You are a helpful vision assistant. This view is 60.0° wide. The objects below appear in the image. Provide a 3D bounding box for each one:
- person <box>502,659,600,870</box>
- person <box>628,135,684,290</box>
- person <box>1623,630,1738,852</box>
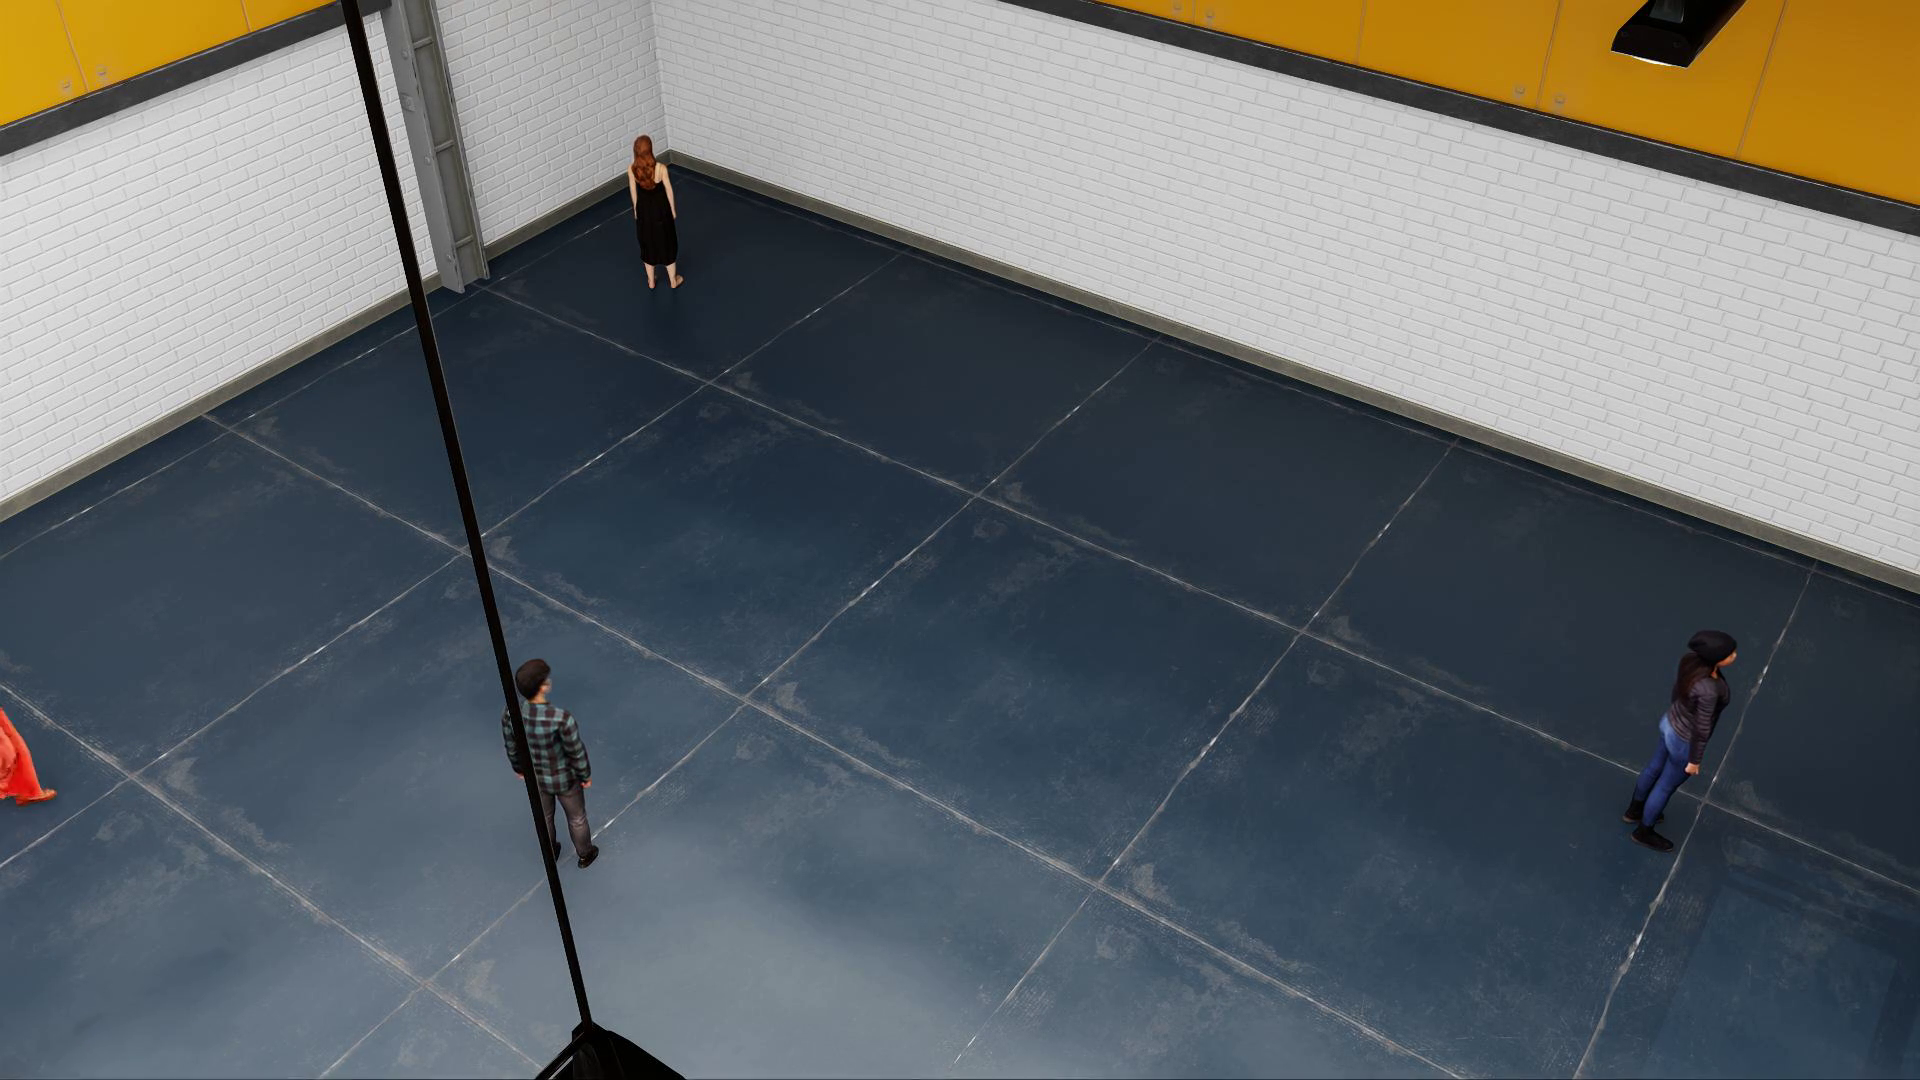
[{"bbox_3d":[-2.576,1.426,10.436,0.750,1.714,0.686,6,39,8],"label":"person"},{"bbox_3d":[-2.990,-3.196,16.210,0.678,1.625,0.725,1,39,1],"label":"person"},{"bbox_3d":[4.572,1.246,10.552,0.772,1.746,0.658,3,39,4],"label":"person"}]
